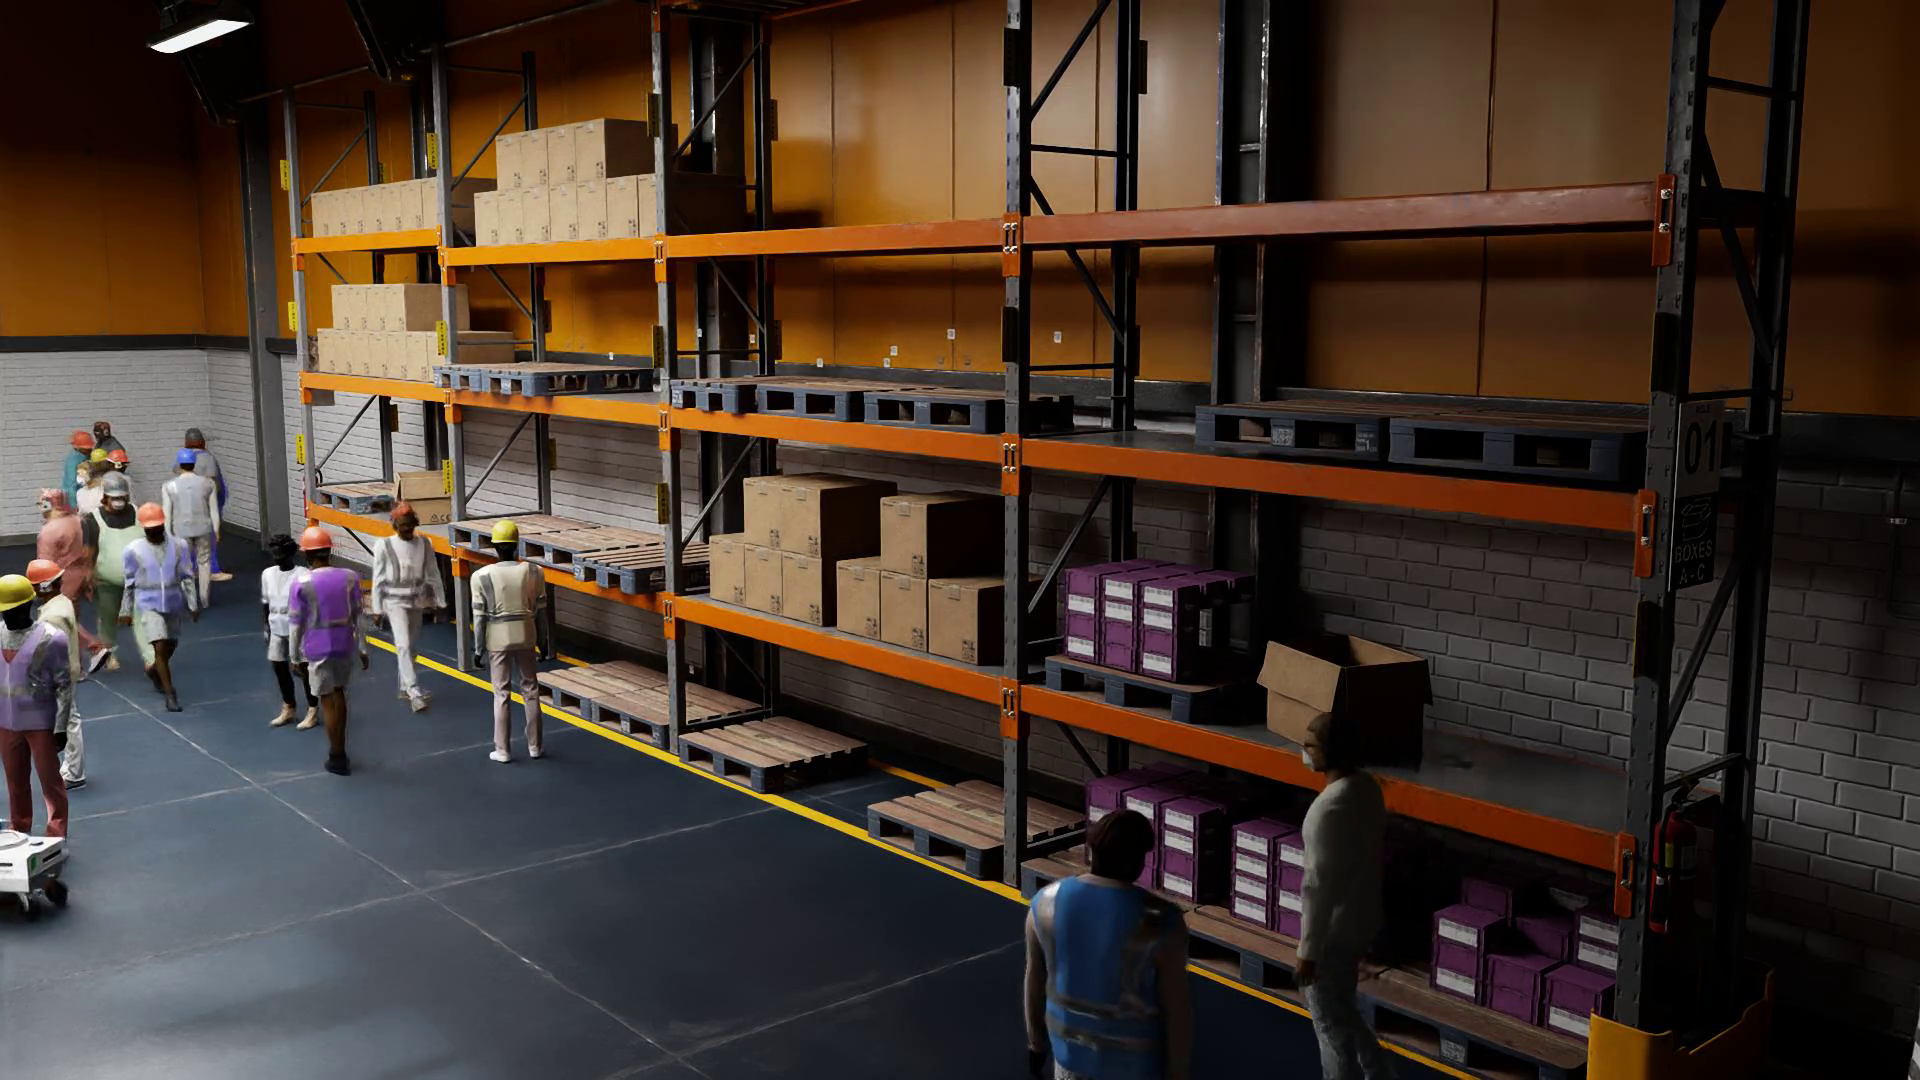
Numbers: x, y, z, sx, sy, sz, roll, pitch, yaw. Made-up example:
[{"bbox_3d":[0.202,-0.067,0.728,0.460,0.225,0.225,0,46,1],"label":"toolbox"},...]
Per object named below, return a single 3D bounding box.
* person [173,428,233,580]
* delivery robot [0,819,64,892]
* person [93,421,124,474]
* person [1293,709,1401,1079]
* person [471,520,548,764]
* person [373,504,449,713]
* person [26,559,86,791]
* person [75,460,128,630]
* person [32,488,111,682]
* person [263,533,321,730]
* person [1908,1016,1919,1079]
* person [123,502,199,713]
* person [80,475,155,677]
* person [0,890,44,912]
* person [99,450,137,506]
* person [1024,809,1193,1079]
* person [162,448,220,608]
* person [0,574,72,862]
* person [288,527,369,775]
[{"bbox_3d":[-9.882,-0.494,21.777,0.776,2.000,0.534,4,9,25],"label":"person"},{"bbox_3d":[-5.747,1.906,9.912,0.707,0.478,0.477,0,8,3],"label":"delivery robot"},{"bbox_3d":[-12.532,-0.805,24.481,0.663,1.894,0.405,6,10,37],"label":"person"},{"bbox_3d":[1.627,1.673,7.110,0.465,1.927,0.628,4,9,26],"label":"person"},{"bbox_3d":[-3.555,0.803,13.149,0.584,1.928,0.372,-4,9,-27],"label":"person"},{"bbox_3d":[-4.861,0.596,14.884,0.850,1.841,0.660,6,10,35],"label":"person"},{"bbox_3d":[-6.750,1.002,12.404,0.337,1.742,0.561,-4,9,-27],"label":"person"},{"bbox_3d":[-9.509,0.055,18.447,0.662,1.899,0.674,4,9,28],"label":"person"},{"bbox_3d":[-8.533,0.439,15.845,0.494,1.886,0.639,-1,8,-8],"label":"person"},{"bbox_3d":[-5.654,0.776,14.159,0.625,1.691,0.321,2,9,16],"label":"person"},{"bbox_3d":[3.356,1.926,5.550,0.349,1.878,0.568,2,8,15],"label":"person"},{"bbox_3d":[-7.233,0.559,15.011,0.582,1.894,0.936,-7,11,-39],"label":"person"},{"bbox_3d":[-8.164,0.314,16.160,0.701,2.000,1.045,-7,10,-39],"label":"person"},{"bbox_3d":[-6.044,1.282,9.737,0.969,1.960,0.609,-6,10,-34],"label":"person"},{"bbox_3d":[-10.782,-0.288,21.358,0.562,1.746,0.339,3,9,19],"label":"person"},{"bbox_3d":[0.535,1.882,6.068,0.660,1.822,0.432,6,10,35],"label":"person"},{"bbox_3d":[-9.016,-0.113,19.547,0.616,1.933,0.573,-4,9,-28],"label":"person"},{"bbox_3d":[-6.003,1.161,10.688,0.585,1.921,0.373,1,8,6],"label":"person"},{"bbox_3d":[-4.948,0.845,12.918,0.721,1.908,0.575,8,11,44],"label":"person"}]
